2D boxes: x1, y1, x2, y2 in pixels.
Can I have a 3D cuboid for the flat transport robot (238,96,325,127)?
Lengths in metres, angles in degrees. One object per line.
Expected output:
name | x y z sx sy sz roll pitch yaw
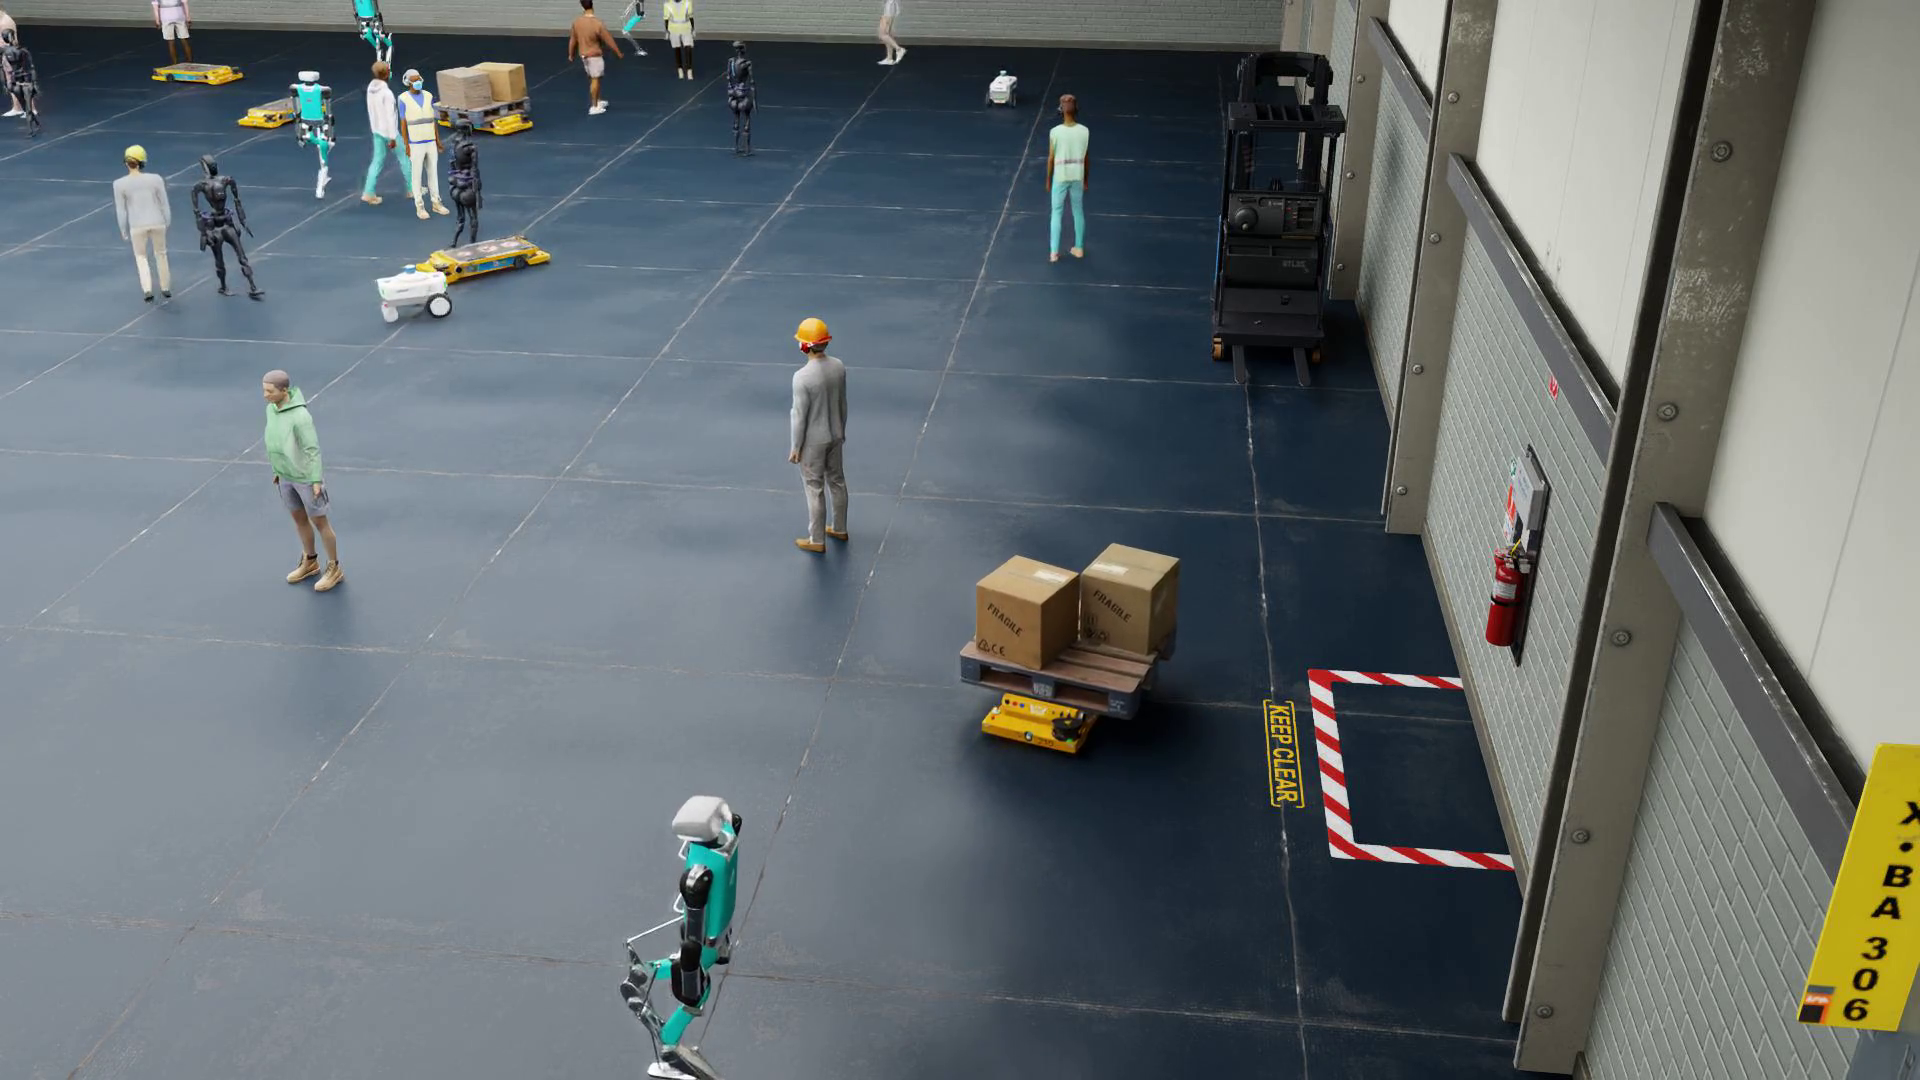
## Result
flat transport robot | -10.980 -6.961 27.035 0.659 0.231 1.431 9 28 17

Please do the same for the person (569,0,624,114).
person | -5.994 -7.961 27.275 0.812 1.827 0.696 13 29 24

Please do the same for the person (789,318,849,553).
person | -1.100 -0.815 12.965 0.381 1.891 0.564 21 34 36

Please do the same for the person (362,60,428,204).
person | -7.706 -5.454 22.238 0.485 1.878 0.951 16 31 29

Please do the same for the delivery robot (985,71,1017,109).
delivery robot | 0.721 -7.553 27.876 0.499 0.575 0.754 6 27 12

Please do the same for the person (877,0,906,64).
person | -1.311 -9.737 30.799 0.486 1.865 0.509 1 27 2

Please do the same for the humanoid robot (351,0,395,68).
humanoid robot | -10.431 -9.119 29.747 0.532 1.808 0.757 6 27 13

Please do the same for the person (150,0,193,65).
person | -14.146 -9.368 29.863 0.613 2.040 0.389 -16 31 -29

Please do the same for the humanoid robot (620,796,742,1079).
humanoid robot | -1.302 1.925 7.662 0.946 1.756 0.541 5 27 10

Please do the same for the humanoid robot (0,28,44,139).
humanoid robot | -14.562 -7.106 25.812 0.609 1.630 0.786 1 27 1

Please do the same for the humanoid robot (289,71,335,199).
humanoid robot | -8.664 -5.524 22.573 0.591 1.746 1.034 -2 27 -4

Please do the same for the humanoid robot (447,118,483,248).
humanoid robot | -6.009 -4.255 20.067 0.611 1.641 0.420 22 34 36

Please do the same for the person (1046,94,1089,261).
person | 1.298 -4.322 19.871 0.501 1.972 0.410 -6 27 -11

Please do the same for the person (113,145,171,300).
person | -9.066 -3.525 18.533 0.555 1.745 0.402 -15 30 -27

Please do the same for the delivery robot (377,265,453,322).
delivery robot | -5.972 -2.709 18.249 0.818 0.614 0.499 -11 29 -21

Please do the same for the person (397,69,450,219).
person | -7.003 -5.150 21.611 0.400 1.893 0.521 22 34 37

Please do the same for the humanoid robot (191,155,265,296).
humanoid robot | -8.202 -3.487 18.551 0.697 1.630 0.596 20 33 35

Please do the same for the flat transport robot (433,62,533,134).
flat transport robot | -7.564 -6.686 26.485 1.431 0.231 0.659 15 30 27

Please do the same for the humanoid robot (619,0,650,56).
humanoid robot | -6.221 -10.059 31.520 0.682 1.746 0.536 -6 27 -12

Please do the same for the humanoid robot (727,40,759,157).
humanoid robot | -3.243 -6.553 24.632 0.599 1.657 0.315 21 33 35

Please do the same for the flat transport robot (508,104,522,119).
flat transport robot | -7.754 -7.044 27.200 0.659 0.231 1.431 -18 32 -32

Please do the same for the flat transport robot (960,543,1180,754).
flat transport robot | 0.723 0.946 11.250 0.659 0.231 1.431 11 29 21

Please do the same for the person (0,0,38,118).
person | -15.414 -7.801 26.903 0.644 1.917 0.409 23 35 38

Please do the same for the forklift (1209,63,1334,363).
forklift | 3.241 -3.477 17.183 1.129 2.768 1.873 3 27 6

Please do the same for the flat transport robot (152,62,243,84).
flat transport robot | -13.691 -8.362 29.831 1.431 0.231 0.659 8 28 16

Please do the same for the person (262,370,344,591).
person | -4.919 -0.457 12.406 0.484 1.740 0.315 14 30 26

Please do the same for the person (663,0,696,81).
person | -4.976 -8.997 29.525 0.553 1.661 0.780 -4 27 -8

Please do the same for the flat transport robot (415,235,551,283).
flat transport robot | -5.685 -3.351 19.828 1.431 0.231 0.659 -21 33 -36
